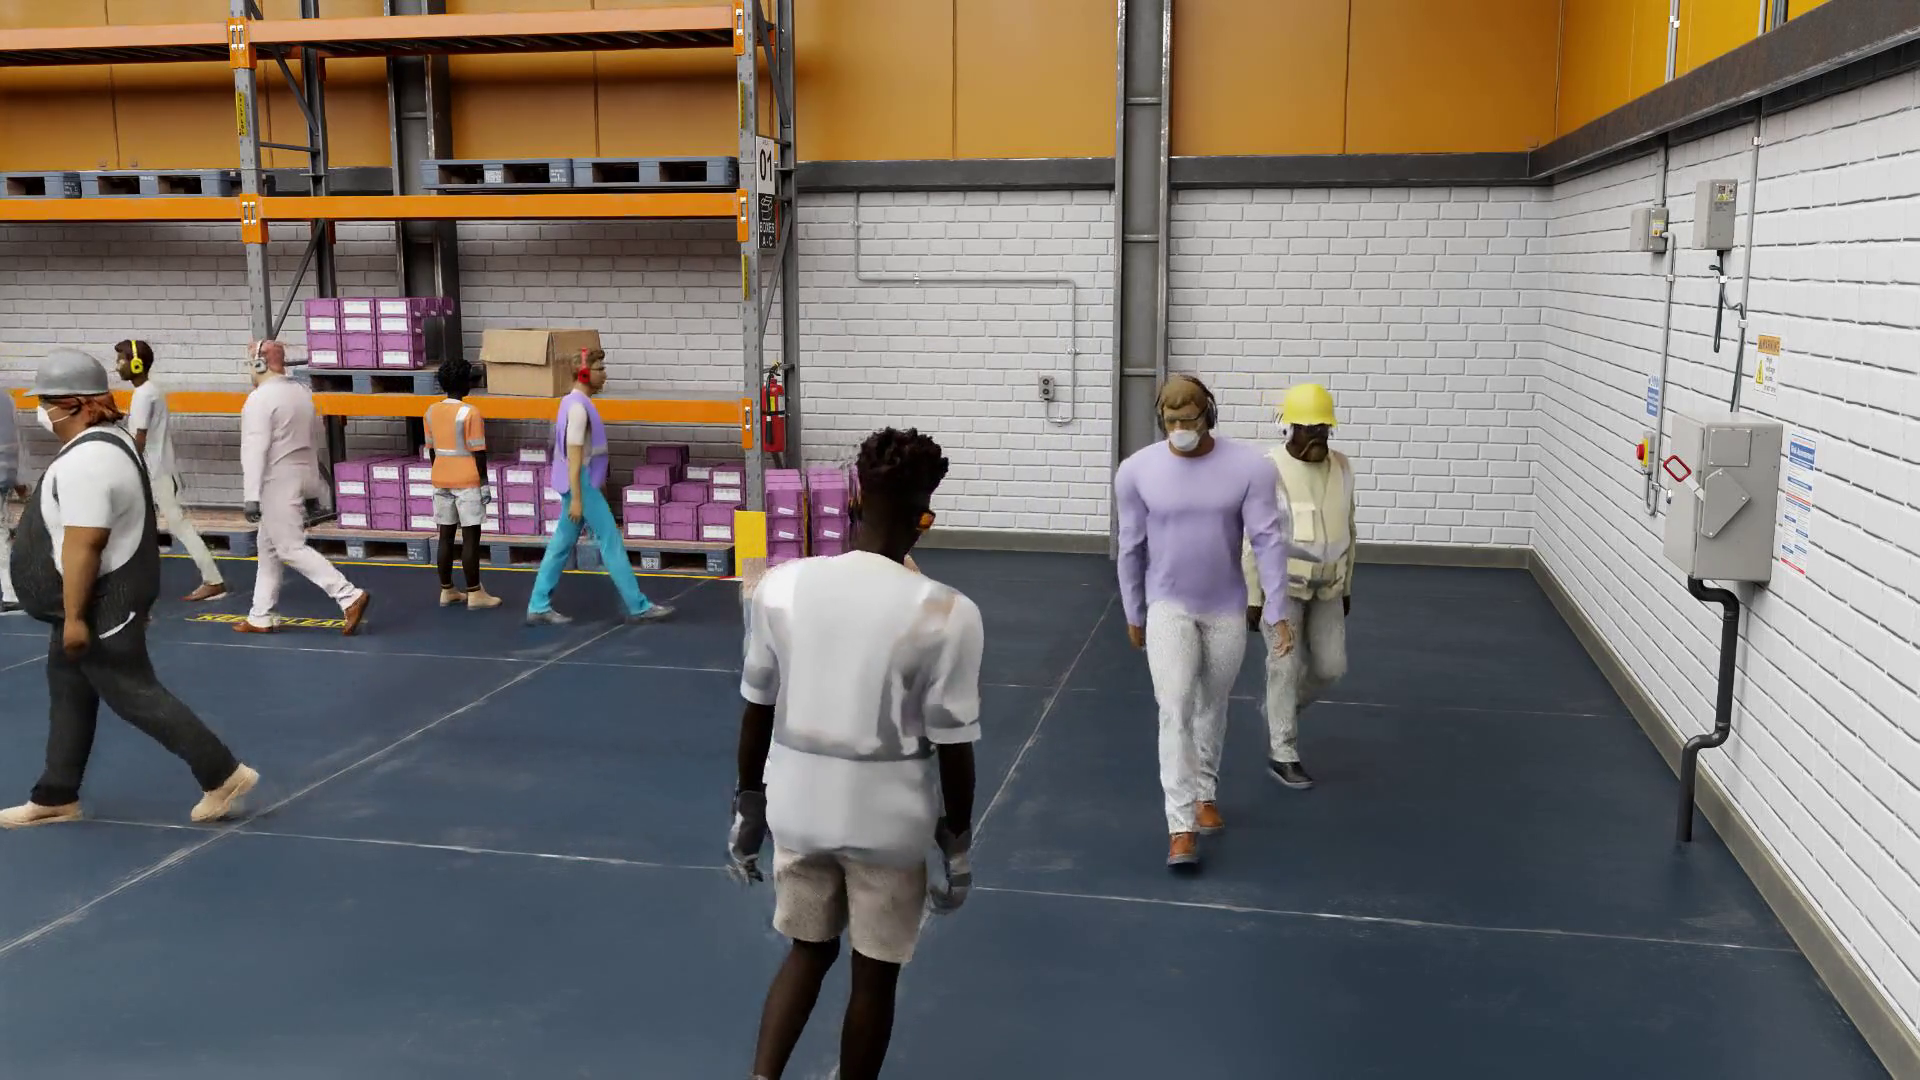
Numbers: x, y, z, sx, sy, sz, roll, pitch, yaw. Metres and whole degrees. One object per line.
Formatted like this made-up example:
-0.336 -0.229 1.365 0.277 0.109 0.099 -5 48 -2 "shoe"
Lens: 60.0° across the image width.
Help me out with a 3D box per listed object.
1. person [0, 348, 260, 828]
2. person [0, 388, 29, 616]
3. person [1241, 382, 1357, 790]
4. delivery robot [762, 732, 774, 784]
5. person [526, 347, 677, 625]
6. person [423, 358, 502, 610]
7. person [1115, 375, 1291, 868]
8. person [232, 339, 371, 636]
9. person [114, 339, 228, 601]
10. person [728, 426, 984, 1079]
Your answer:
-3.450 0.182 6.809 1.000 2.000 0.688 -3 10 -17 "person"
-6.554 -0.389 10.960 0.819 1.795 0.631 0 9 3 "person"
1.499 0.193 7.434 0.616 1.811 0.477 -4 10 -21 "person"
-0.623 0.845 7.001 0.477 0.478 0.707 2 10 10 "delivery robot"
-2.359 -0.331 10.642 0.961 1.791 0.583 -3 10 -15 "person"
-3.365 -0.375 11.201 0.535 1.697 0.318 6 11 31 "person"
0.932 0.310 6.488 0.654 1.883 0.940 0 9 1 "person"
-4.148 -0.315 10.369 0.888 1.866 0.686 1 9 6 "person"
-5.526 -0.445 11.280 0.992 1.813 0.493 -4 10 -25 "person"
-0.269 0.692 4.052 0.658 1.936 0.620 4 10 22 "person"
